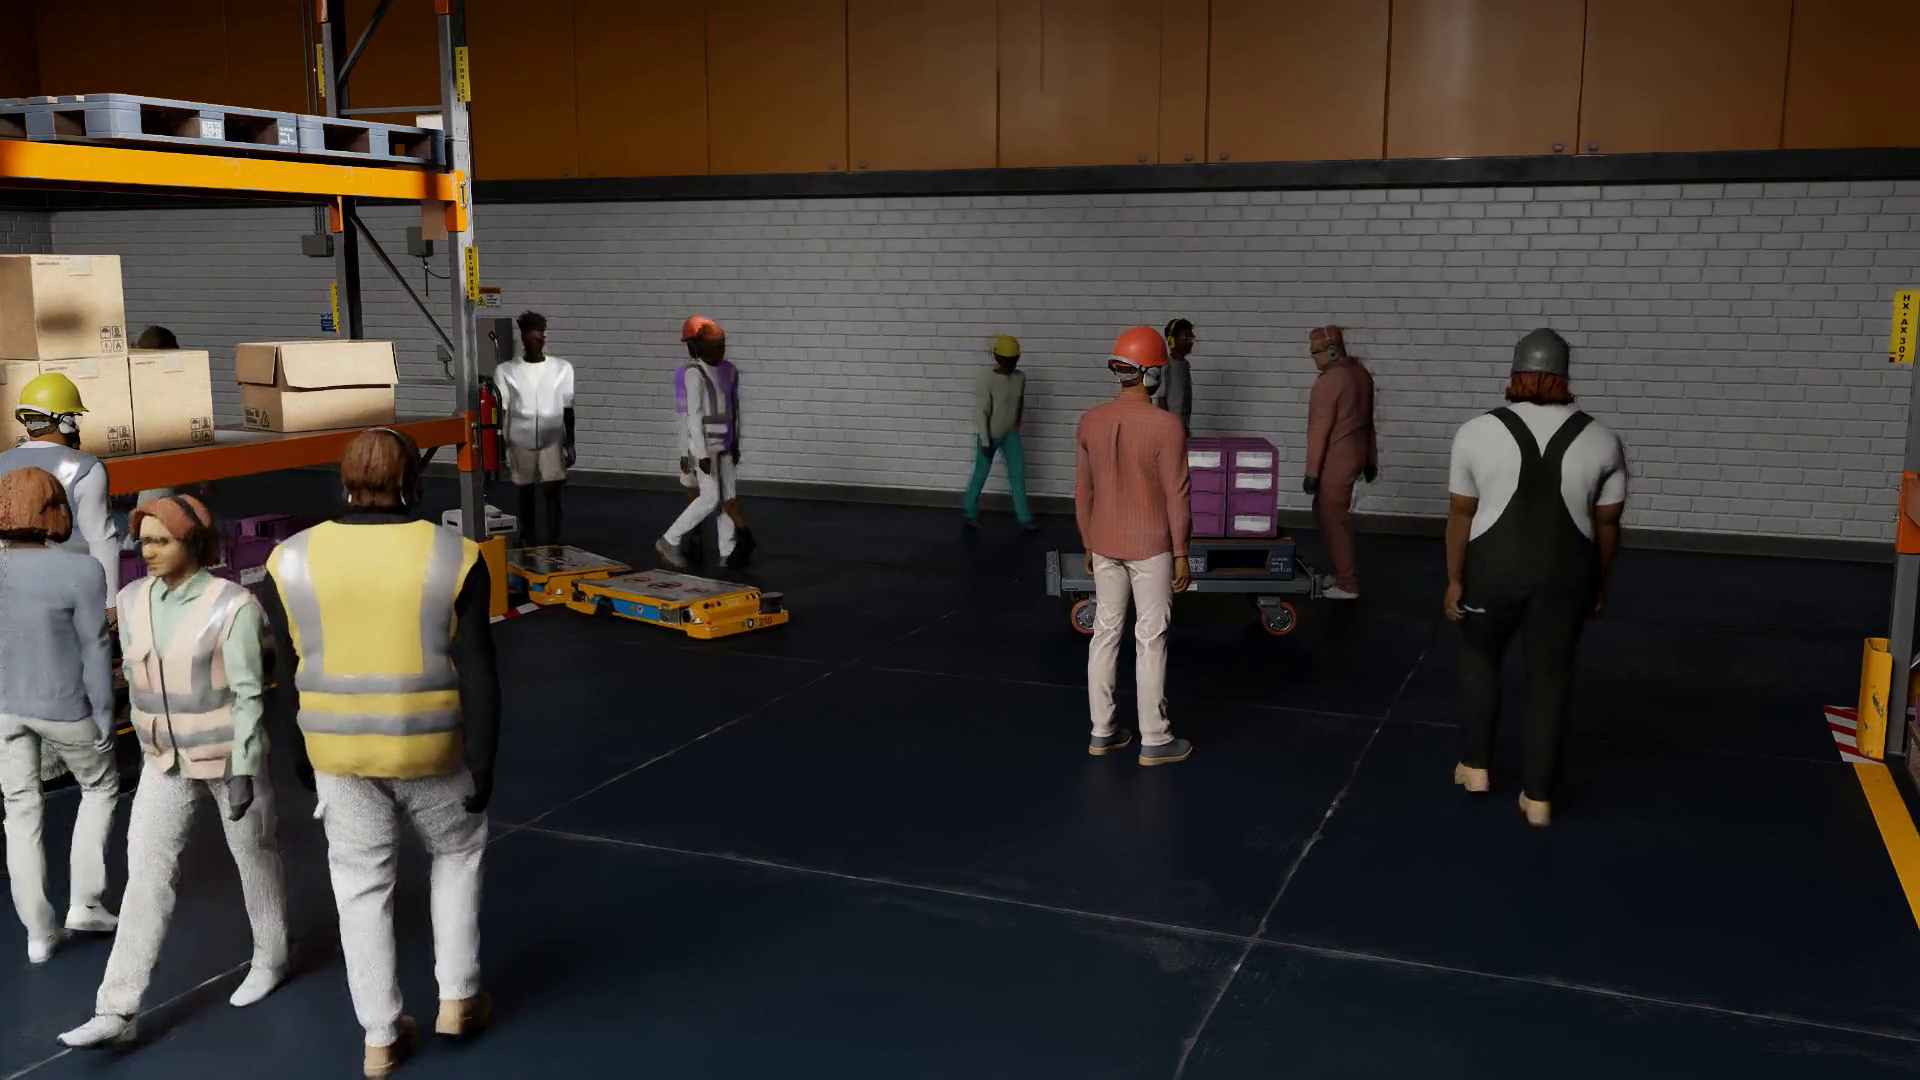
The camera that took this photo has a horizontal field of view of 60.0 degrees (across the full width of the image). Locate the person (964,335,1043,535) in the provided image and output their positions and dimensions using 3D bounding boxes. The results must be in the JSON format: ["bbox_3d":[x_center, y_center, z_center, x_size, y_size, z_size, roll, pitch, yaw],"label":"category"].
[{"bbox_3d":[0.349,-0.884,14.044,0.553,1.687,0.941,-6,11,-34],"label":"person"}]

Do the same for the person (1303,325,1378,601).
[{"bbox_3d":[2.503,-0.518,11.284,0.575,1.871,0.708,8,12,38],"label":"person"}]

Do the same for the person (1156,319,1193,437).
[{"bbox_3d":[1.679,-0.798,13.057,0.351,1.855,0.591,5,11,30],"label":"person"}]

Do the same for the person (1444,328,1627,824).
[{"bbox_3d":[2.371,0.113,6.954,0.704,2.000,0.759,2,10,10],"label":"person"}]

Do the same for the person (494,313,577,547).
[{"bbox_3d":[-3.199,-0.745,12.534,0.615,1.913,0.933,-3,10,-15],"label":"person"}]

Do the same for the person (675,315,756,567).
[{"bbox_3d":[-1.835,-0.725,12.457,0.568,1.910,0.826,-7,12,-38],"label":"person"}]

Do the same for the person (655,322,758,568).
[{"bbox_3d":[-1.899,-0.690,12.402,0.618,1.871,0.582,2,10,13],"label":"person"}]

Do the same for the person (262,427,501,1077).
[{"bbox_3d":[-1.614,0.587,4.760,0.629,1.826,0.566,-1,9,-8],"label":"person"}]

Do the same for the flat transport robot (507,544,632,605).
[{"bbox_3d":[-2.868,0.221,11.651,0.652,0.197,1.431,-7,12,-35],"label":"flat transport robot"}]

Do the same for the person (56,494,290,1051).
[{"bbox_3d":[-2.275,0.677,4.841,0.545,1.595,0.822,3,10,15],"label":"person"}]

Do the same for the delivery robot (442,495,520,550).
[{"bbox_3d":[-3.590,-0.099,12.448,0.477,0.478,0.707,-8,12,-40],"label":"delivery robot"}]

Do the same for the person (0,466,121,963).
[{"bbox_3d":[-3.012,0.563,5.492,0.516,1.612,0.469,-1,9,-4],"label":"person"}]

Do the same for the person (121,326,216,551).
[{"bbox_3d":[-5.191,-0.434,10.771,0.631,1.893,1.038,8,13,41],"label":"person"}]

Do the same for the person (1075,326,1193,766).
[{"bbox_3d":[0.804,0.028,7.610,0.611,1.996,0.379,8,12,41],"label":"person"}]

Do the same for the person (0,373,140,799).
[{"bbox_3d":[-3.773,0.212,7.021,0.589,1.827,0.403,3,10,19],"label":"person"}]

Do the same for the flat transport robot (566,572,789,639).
[{"bbox_3d":[-1.821,0.391,10.625,1.431,0.197,0.652,8,12,40],"label":"flat transport robot"}]
